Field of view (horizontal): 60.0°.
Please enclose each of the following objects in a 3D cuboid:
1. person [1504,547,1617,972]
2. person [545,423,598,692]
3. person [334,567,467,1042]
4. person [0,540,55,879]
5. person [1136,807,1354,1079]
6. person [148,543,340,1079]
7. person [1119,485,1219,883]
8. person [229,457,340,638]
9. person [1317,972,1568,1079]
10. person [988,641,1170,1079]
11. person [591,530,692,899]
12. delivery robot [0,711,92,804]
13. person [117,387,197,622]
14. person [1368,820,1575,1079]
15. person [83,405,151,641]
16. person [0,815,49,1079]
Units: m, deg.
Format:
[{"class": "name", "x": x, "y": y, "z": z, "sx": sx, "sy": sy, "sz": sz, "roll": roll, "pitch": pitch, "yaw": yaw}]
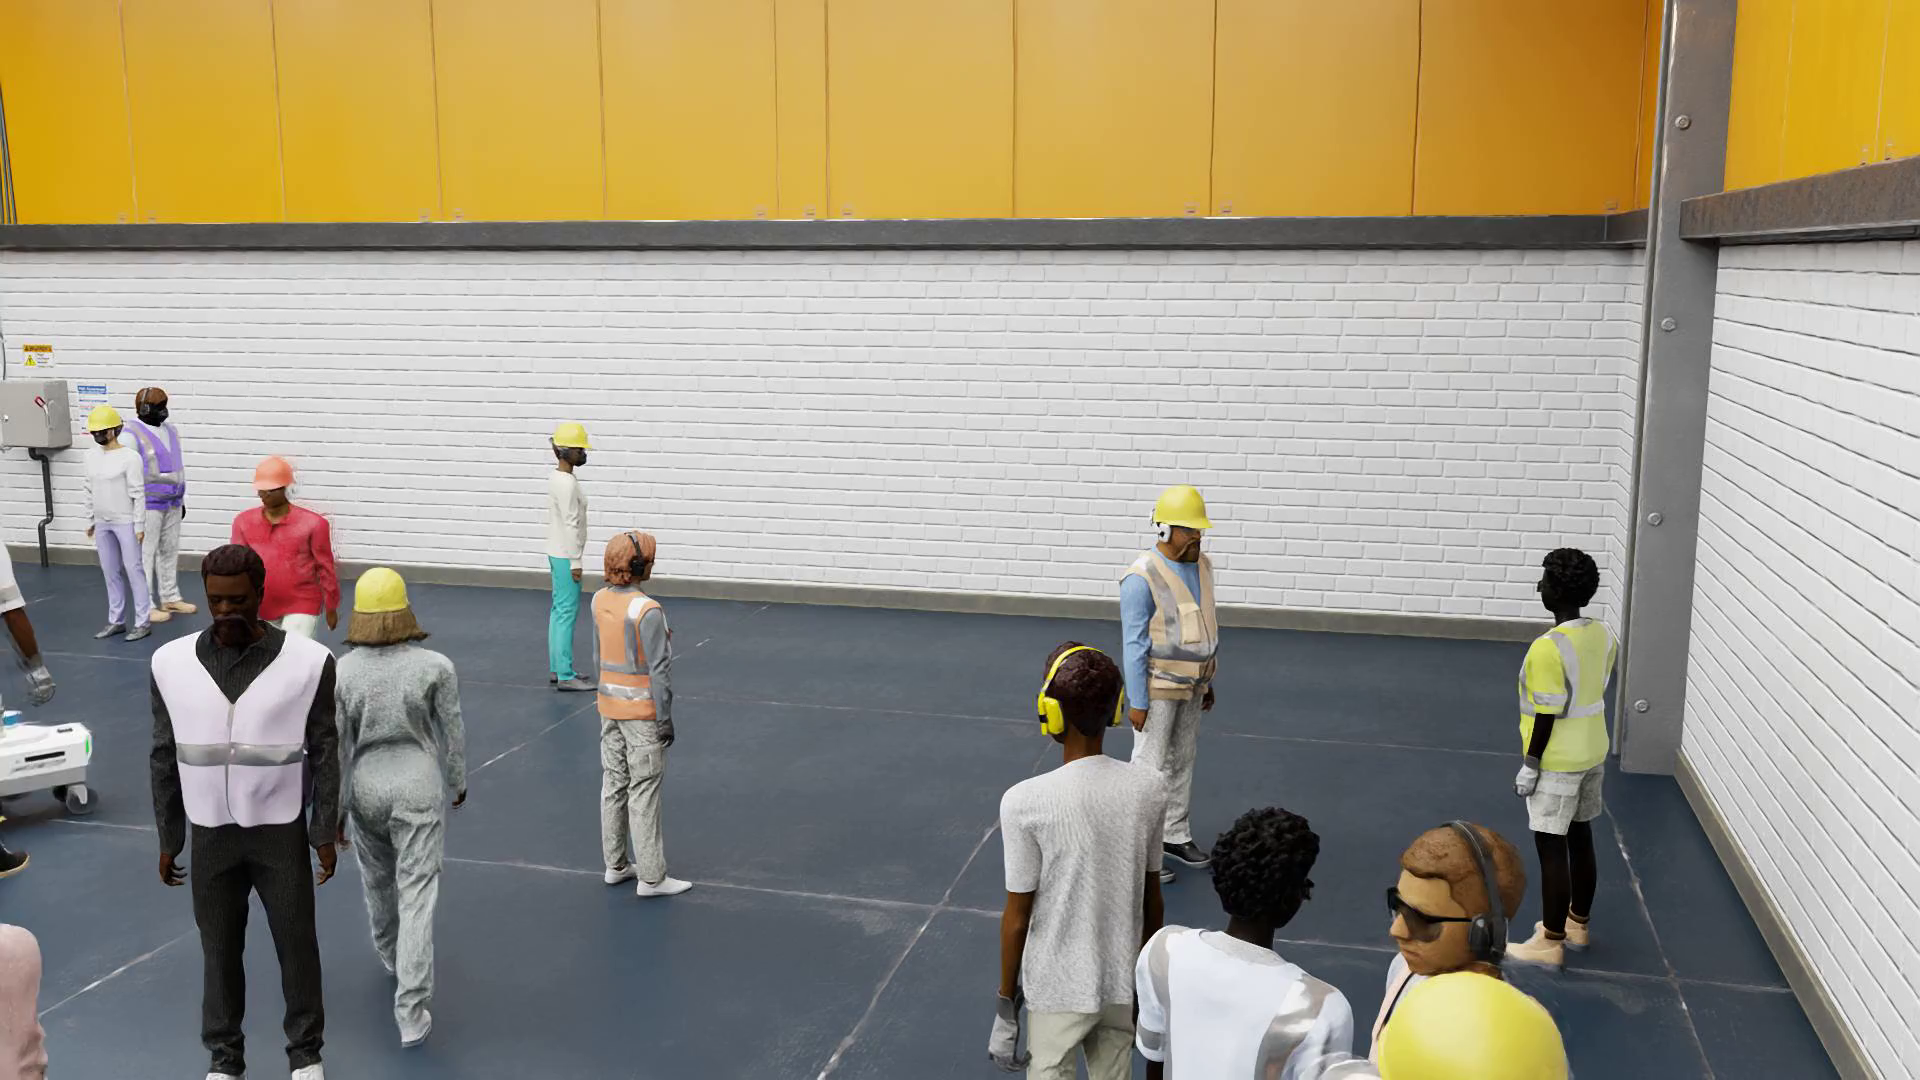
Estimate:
[{"class": "person", "x": 2.402, "y": 0.870, "z": 6.659, "sx": 0.531, "sy": 1.698, "sz": 0.320, "roll": -9, "pitch": 13, "yaw": -43}, {"class": "person", "x": -2.557, "y": 0.108, "z": 10.950, "sx": 0.326, "sy": 1.765, "sz": 0.530, "roll": -4, "pitch": 10, "yaw": -21}, {"class": "person", "x": -2.113, "y": 0.941, "z": 6.257, "sx": 0.493, "sy": 1.695, "sz": 0.913, "roll": -2, "pitch": 10, "yaw": -10}, {"class": "person", "x": -4.541, "y": 0.596, "z": 7.590, "sx": 0.732, "sy": 1.925, "sz": 0.473, "roll": 1, "pitch": 10, "yaw": 8}, {"class": "person", "x": 0.605, "y": 1.398, "z": 3.588, "sx": 0.539, "sy": 1.686, "sz": 0.321, "roll": 9, "pitch": 13, "yaw": 42}, {"class": "person", "x": -2.354, "y": 0.952, "z": 5.526, "sx": 0.593, "sy": 1.920, "sz": 0.391, "roll": -2, "pitch": 10, "yaw": -10}, {"class": "person", "x": 0.968, "y": 0.649, "z": 7.607, "sx": 0.405, "sy": 1.824, "sz": 0.586, "roll": 9, "pitch": 13, "yaw": 42}, {"class": "person", "x": -3.917, "y": 0.362, "z": 9.628, "sx": 0.566, "sy": 1.709, "sz": 0.886, "roll": 1, "pitch": 10, "yaw": 6}, {"class": "person", "x": 0.623, "y": 1.490, "z": 2.507, "sx": 0.386, "sy": 1.876, "sz": 0.693, "roll": -1, "pitch": 10, "yaw": -7}, {"class": "person", "x": 0.308, "y": 1.187, "z": 4.336, "sx": 0.502, "sy": 1.862, "sz": 0.328, "roll": -6, "pitch": 11, "yaw": -30}, {"class": "person", "x": -1.447, "y": 0.774, "z": 7.397, "sx": 0.511, "sy": 1.640, "sz": 0.308, "roll": 9, "pitch": 13, "yaw": 44}, {"class": "delivery robot", "x": -4.776, "y": 1.104, "z": 8.363, "sx": 0.707, "sy": 0.478, "sz": 0.477, "roll": -8, "pitch": 13, "yaw": -41}, {"class": "person", "x": -6.305, "y": -0.284, "z": 13.056, "sx": 0.429, "sy": 1.836, "sz": 0.627, "roll": 2, "pitch": 10, "yaw": 12}, {"class": "person", "x": 0.887, "y": 1.404, "z": 3.085, "sx": 0.346, "sy": 1.846, "sz": 0.506, "roll": -3, "pitch": 10, "yaw": -18}, {"class": "person", "x": -6.270, "y": -0.124, "z": 12.337, "sx": 0.526, "sy": 1.761, "sz": 0.344, "roll": 3, "pitch": 10, "yaw": 17}, {"class": "person", "x": -2.238, "y": 1.336, "z": 3.790, "sx": 0.535, "sy": 1.732, "sz": 0.817, "roll": 1, "pitch": 10, "yaw": 3}]
